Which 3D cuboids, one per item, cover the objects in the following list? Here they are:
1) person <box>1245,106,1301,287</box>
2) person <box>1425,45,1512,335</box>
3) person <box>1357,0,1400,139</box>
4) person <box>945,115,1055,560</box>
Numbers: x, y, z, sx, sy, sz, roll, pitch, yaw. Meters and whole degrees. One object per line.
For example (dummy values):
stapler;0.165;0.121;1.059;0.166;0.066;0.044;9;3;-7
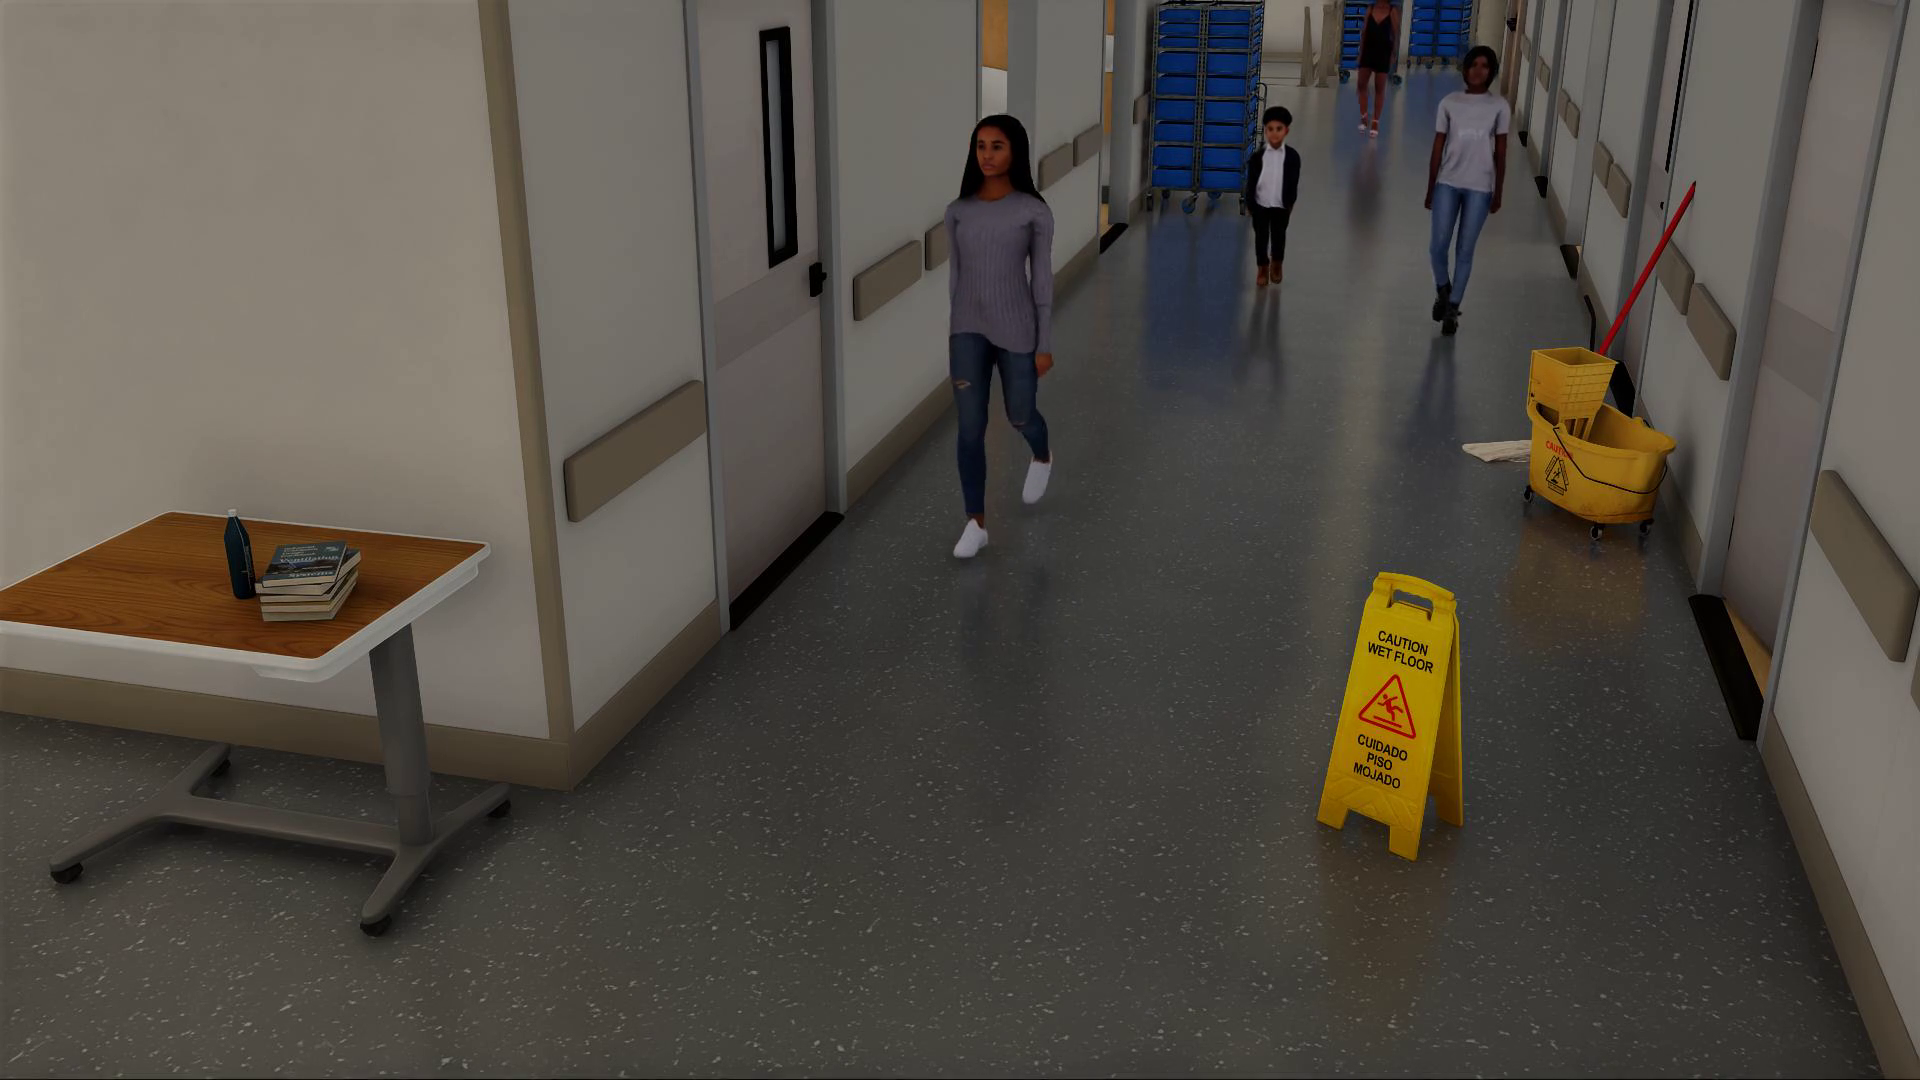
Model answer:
person;2.154;-2.378;11.514;0.491;1.218;0.491;5;21;13
person;3.089;-2.143;10.191;0.605;1.717;0.641;7;22;17
person;4.769;-5.502;18.974;0.611;1.776;0.646;8;22;20
person;0.187;-0.830;6.733;0.681;1.710;1.120;7;22;19
